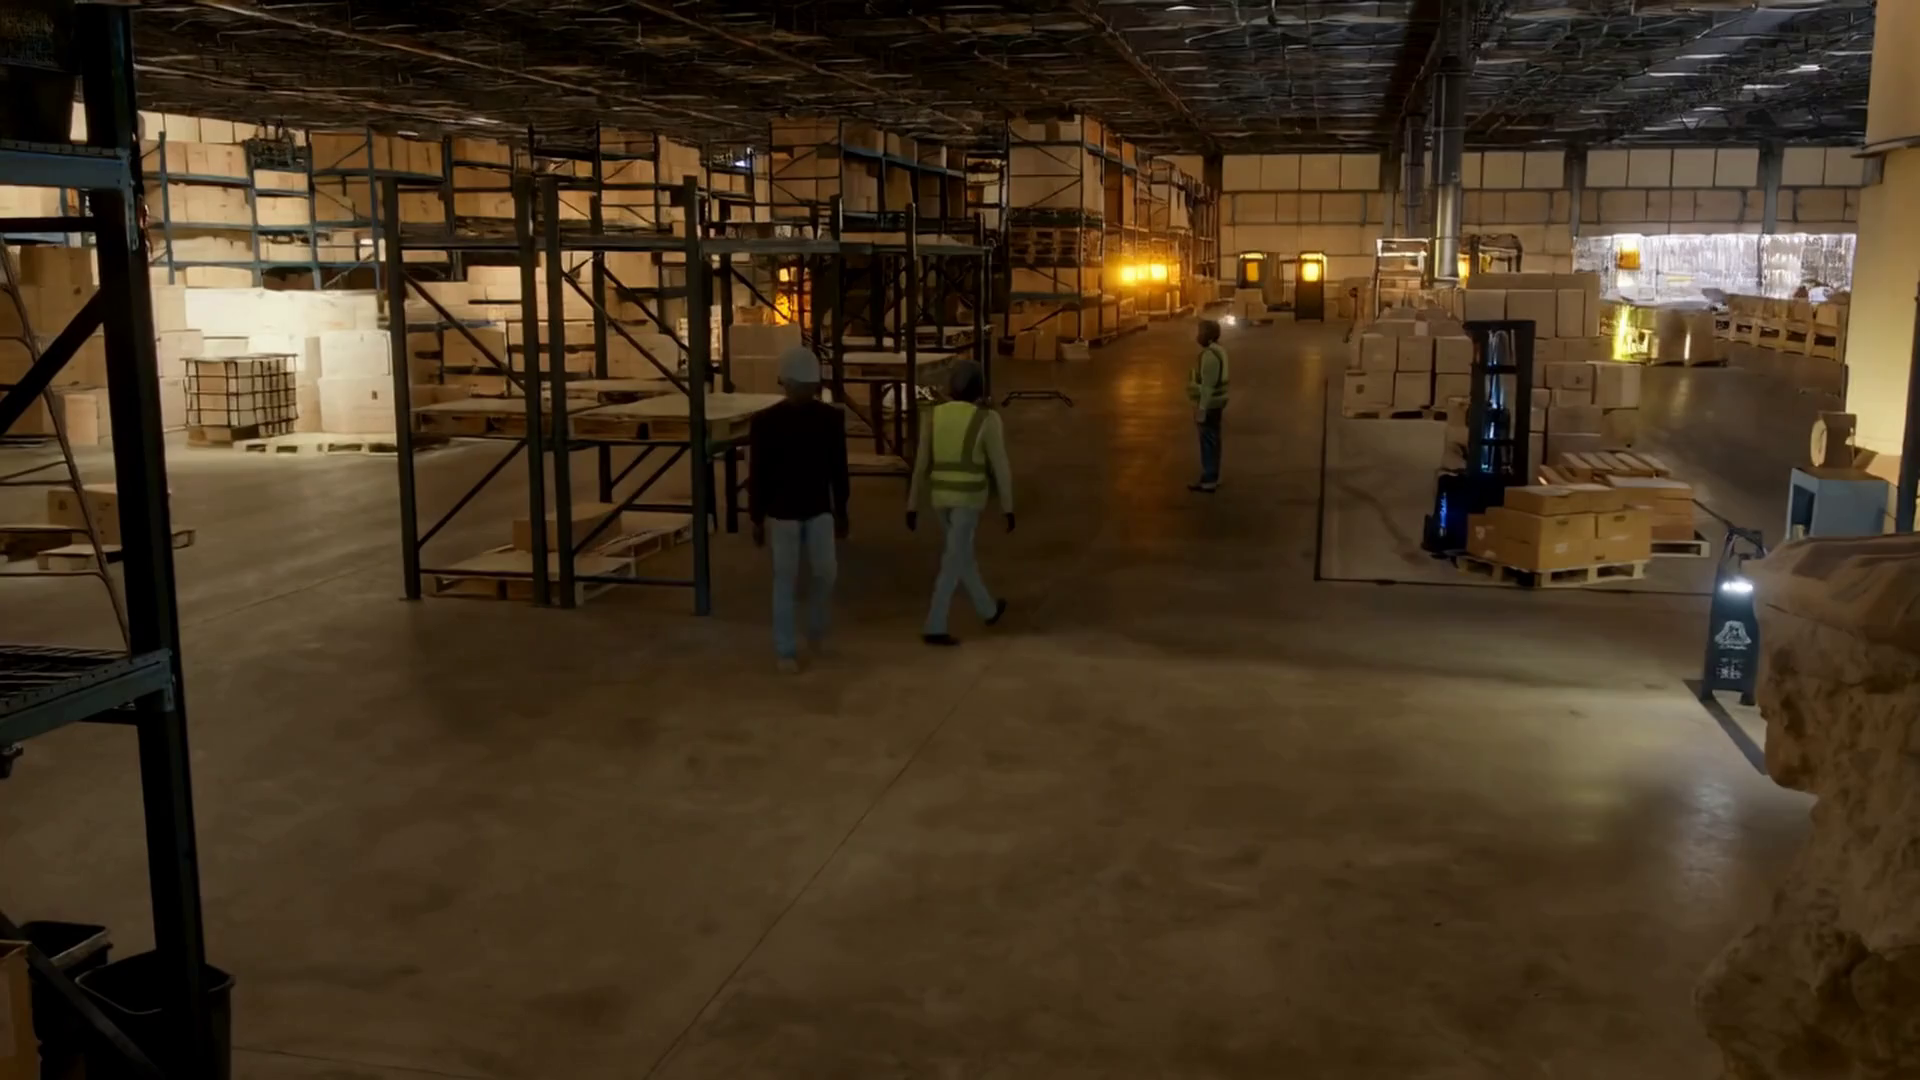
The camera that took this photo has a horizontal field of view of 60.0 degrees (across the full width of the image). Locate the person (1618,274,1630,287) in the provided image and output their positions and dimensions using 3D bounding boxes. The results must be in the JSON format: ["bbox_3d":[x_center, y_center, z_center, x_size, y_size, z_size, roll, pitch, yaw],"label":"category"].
[{"bbox_3d":[28.835,-10.646,72.313,0.572,1.840,0.373,-2,10,-9],"label":"person"}]

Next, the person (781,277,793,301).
[{"bbox_3d":[-7.360,-10.293,70.520,0.533,1.739,0.760,2,10,10],"label":"person"}]

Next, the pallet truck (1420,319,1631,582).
[{"bbox_3d":[4.543,-0.757,13.299,0.823,1.965,1.885,-4,10,-22],"label":"pallet truck"}]

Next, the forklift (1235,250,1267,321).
[{"bbox_3d":[11.221,-9.738,63.872,1.129,2.768,1.873,2,10,12],"label":"forklift"}]

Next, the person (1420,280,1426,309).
[{"bbox_3d":[18.004,-9.277,64.645,0.448,1.686,0.548,-7,12,-36],"label":"person"}]

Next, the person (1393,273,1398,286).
[{"bbox_3d":[23.071,-13.277,88.226,0.485,1.735,0.346,-7,12,-37],"label":"person"}]

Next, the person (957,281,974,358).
[{"bbox_3d":[0.217,-5.491,41.559,0.585,1.915,0.694,0,10,-1],"label":"person"}]

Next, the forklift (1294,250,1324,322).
[{"bbox_3d":[13.778,-10.002,65.433,1.129,2.768,1.873,2,10,12],"label":"forklift"}]

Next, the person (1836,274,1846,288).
[{"bbox_3d":[39.367,-10.985,74.365,0.404,1.829,0.591,9,13,41],"label":"person"}]

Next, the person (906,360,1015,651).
[{"bbox_3d":[0.026,-0.234,10.705,0.618,1.822,0.997,7,12,35],"label":"person"}]

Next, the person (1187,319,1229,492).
[{"bbox_3d":[2.638,-1.429,17.742,0.429,1.844,0.625,3,10,19],"label":"person"}]

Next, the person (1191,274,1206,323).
[{"bbox_3d":[9.221,-9.366,64.570,0.637,1.902,0.406,-6,11,-33],"label":"person"}]

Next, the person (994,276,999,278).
[{"bbox_3d":[2.072,-14.139,93.181,0.584,1.772,0.959,0,10,1],"label":"person"}]

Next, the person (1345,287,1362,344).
[{"bbox_3d":[11.485,-6.535,48.496,0.408,1.657,0.563,2,10,10],"label":"person"}]

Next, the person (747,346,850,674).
[{"bbox_3d":[-0.939,-0.168,9.899,0.688,1.967,0.480,-5,11,-26],"label":"person"}]

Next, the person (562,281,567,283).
[{"bbox_3d":[-10.186,-5.714,42.878,1.037,1.910,0.622,1,10,8],"label":"person"}]

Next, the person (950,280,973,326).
[{"bbox_3d":[0.091,-6.484,47.570,0.667,1.884,0.706,3,10,18],"label":"person"}]

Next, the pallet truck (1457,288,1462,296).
[{"bbox_3d":[20.506,-9.785,68.819,0.653,1.274,1.630,2,10,12],"label":"pallet truck"}]

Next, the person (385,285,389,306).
[{"bbox_3d":[-13.204,-5.004,38.736,0.561,1.898,0.658,0,10,1],"label":"person"}]

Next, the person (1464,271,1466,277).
[{"bbox_3d":[24.817,-12.347,82.246,0.662,1.886,0.459,-5,11,-27],"label":"person"}]

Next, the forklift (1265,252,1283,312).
[{"bbox_3d":[14.620,-12.130,78.034,1.873,2.768,1.129,8,13,41],"label":"forklift"}]

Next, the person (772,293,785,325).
[{"bbox_3d":[-4.238,-4.922,38.845,0.315,1.698,0.541,0,10,1],"label":"person"}]
